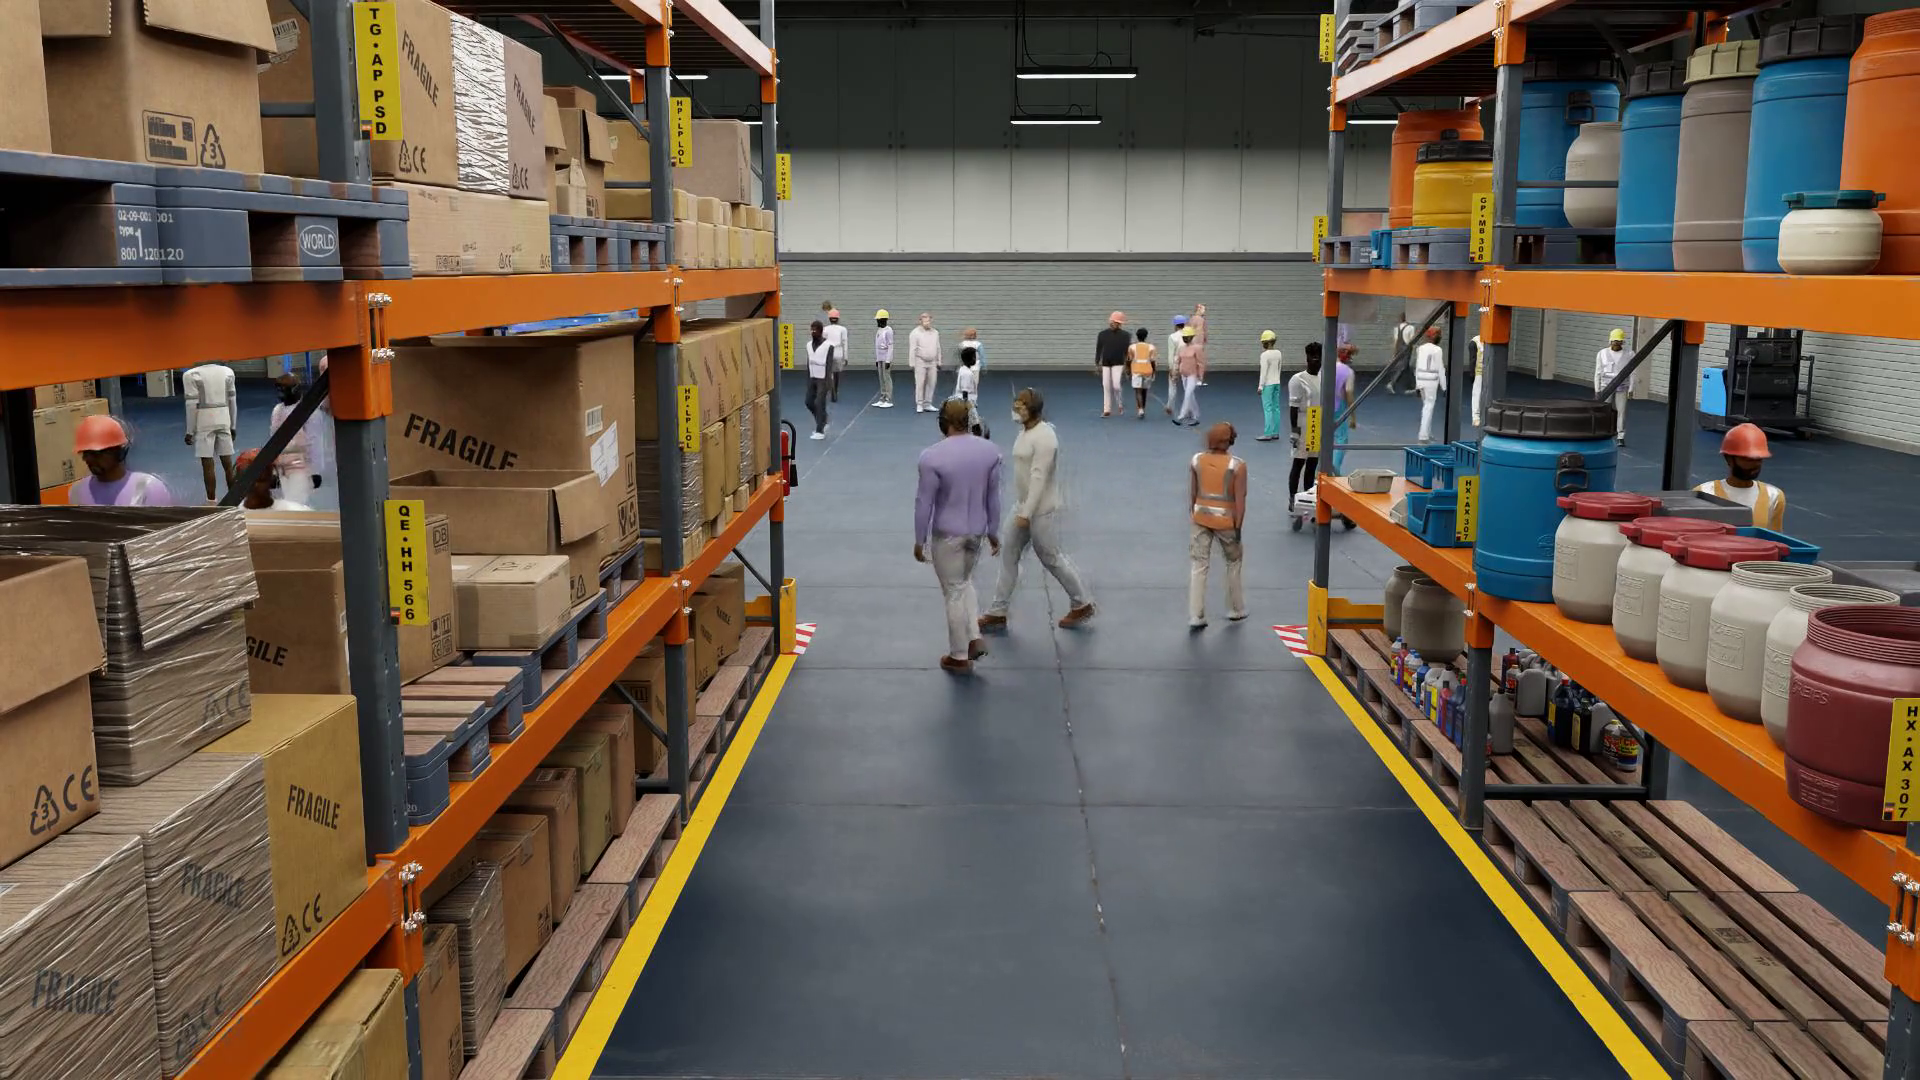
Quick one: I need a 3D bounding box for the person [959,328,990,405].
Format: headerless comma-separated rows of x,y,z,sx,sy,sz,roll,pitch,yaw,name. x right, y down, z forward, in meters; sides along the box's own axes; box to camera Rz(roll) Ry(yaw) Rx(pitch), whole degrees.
0.256,-3.199,31.474,0.595,1.619,0.462,7,12,37,person

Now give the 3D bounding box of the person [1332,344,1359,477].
4.861,-1.637,21.566,0.385,1.807,0.682,-6,11,-31,person

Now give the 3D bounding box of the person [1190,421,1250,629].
2.053,-0.127,13.101,0.529,1.610,0.759,6,11,33,person

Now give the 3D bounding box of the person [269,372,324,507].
-6.221,-0.648,15.551,0.652,1.831,0.462,7,12,36,person

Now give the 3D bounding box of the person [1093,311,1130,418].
2.779,-3.223,30.562,0.653,1.968,0.434,5,11,27,person

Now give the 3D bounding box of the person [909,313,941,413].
-0.657,-3.375,31.736,0.690,1.889,0.438,-6,11,-32,person

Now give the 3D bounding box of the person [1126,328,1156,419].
3.338,-3.065,30.559,0.543,1.655,0.840,-1,10,-6,person

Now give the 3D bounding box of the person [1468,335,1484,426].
9.223,-2.924,29.196,0.629,1.838,0.429,-3,10,-16,person

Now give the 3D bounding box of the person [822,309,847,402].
-2.607,-3.818,34.371,0.556,1.896,0.970,-2,10,-12,person

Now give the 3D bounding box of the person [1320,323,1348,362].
9.223,-4.970,41.274,0.735,1.878,0.667,-8,12,-40,person

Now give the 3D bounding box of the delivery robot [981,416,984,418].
0.222,-2.095,27.104,0.335,0.223,0.698,0,10,-2,delivery robot

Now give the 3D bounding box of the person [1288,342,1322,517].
3.952,-1.256,18.791,0.611,1.962,0.364,-8,12,-38,person

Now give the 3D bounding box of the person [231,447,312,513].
-3.783,0.403,9.170,0.585,1.865,0.734,-1,10,-6,person

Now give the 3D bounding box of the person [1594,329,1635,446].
10.209,-2.381,25.951,0.593,1.826,0.404,3,10,19,person

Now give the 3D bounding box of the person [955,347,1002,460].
0.189,-1.891,23.493,0.828,1.655,0.547,-1,10,-8,person

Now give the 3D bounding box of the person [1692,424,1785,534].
4.456,0.295,9.588,0.552,1.936,0.362,0,9,3,person

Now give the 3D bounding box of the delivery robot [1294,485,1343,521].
3.900,-0.420,17.853,0.477,0.478,0.707,9,13,44,delivery robot

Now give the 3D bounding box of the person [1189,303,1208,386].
5.556,-4.546,38.690,0.399,1.905,0.642,-2,10,-11,person

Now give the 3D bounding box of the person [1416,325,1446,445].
7.386,-2.405,25.977,0.484,1.883,0.587,-3,10,-16,person

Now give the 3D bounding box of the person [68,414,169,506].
-4.827,0.250,9.690,0.604,2.006,0.977,0,9,2,person

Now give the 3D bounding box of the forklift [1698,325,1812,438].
13.248,-3.165,27.620,1.129,2.768,1.873,0,9,1,forklift

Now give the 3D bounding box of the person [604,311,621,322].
-6.076,-3.032,29.337,0.543,2.000,0.700,4,10,22,person

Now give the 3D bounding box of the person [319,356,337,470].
-8.322,-1.862,22.595,0.637,1.911,0.403,-1,10,-4,person

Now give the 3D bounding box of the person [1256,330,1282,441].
4.965,-2.483,26.740,0.320,1.769,0.522,9,13,44,person

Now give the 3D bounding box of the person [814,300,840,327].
-3.265,-4.944,40.984,0.654,1.929,0.480,-1,10,-4,person

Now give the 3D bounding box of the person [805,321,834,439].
-2.301,-2.604,27.037,0.599,1.912,0.496,8,12,39,person

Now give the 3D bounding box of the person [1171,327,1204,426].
3.913,-2.831,28.922,0.891,1.717,0.553,-8,12,-40,person

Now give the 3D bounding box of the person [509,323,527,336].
-7.049,-2.612,27.102,0.968,1.913,0.606,-8,12,-39,person

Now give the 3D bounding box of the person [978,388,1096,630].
0.611,-0.238,12.939,0.981,1.900,0.636,-3,10,-19,person

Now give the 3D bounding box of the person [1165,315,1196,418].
4.128,-3.204,30.717,0.648,1.895,0.974,-3,10,-20,person

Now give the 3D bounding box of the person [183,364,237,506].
-8.451,-1.280,18.737,0.392,2.033,0.605,7,12,35,person

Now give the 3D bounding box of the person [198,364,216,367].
-13.439,-3.014,29.646,0.313,1.865,0.515,1,10,7,person

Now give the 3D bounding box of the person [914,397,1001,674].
-0.036,-0.035,11.589,0.658,1.924,0.440,-7,12,-36,person

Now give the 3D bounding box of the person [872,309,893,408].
-1.511,-3.579,32.820,0.368,1.927,0.587,-5,11,-26,person

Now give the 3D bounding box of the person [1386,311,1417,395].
9.559,-4.042,35.952,0.895,1.820,0.513,-5,11,-26,person
